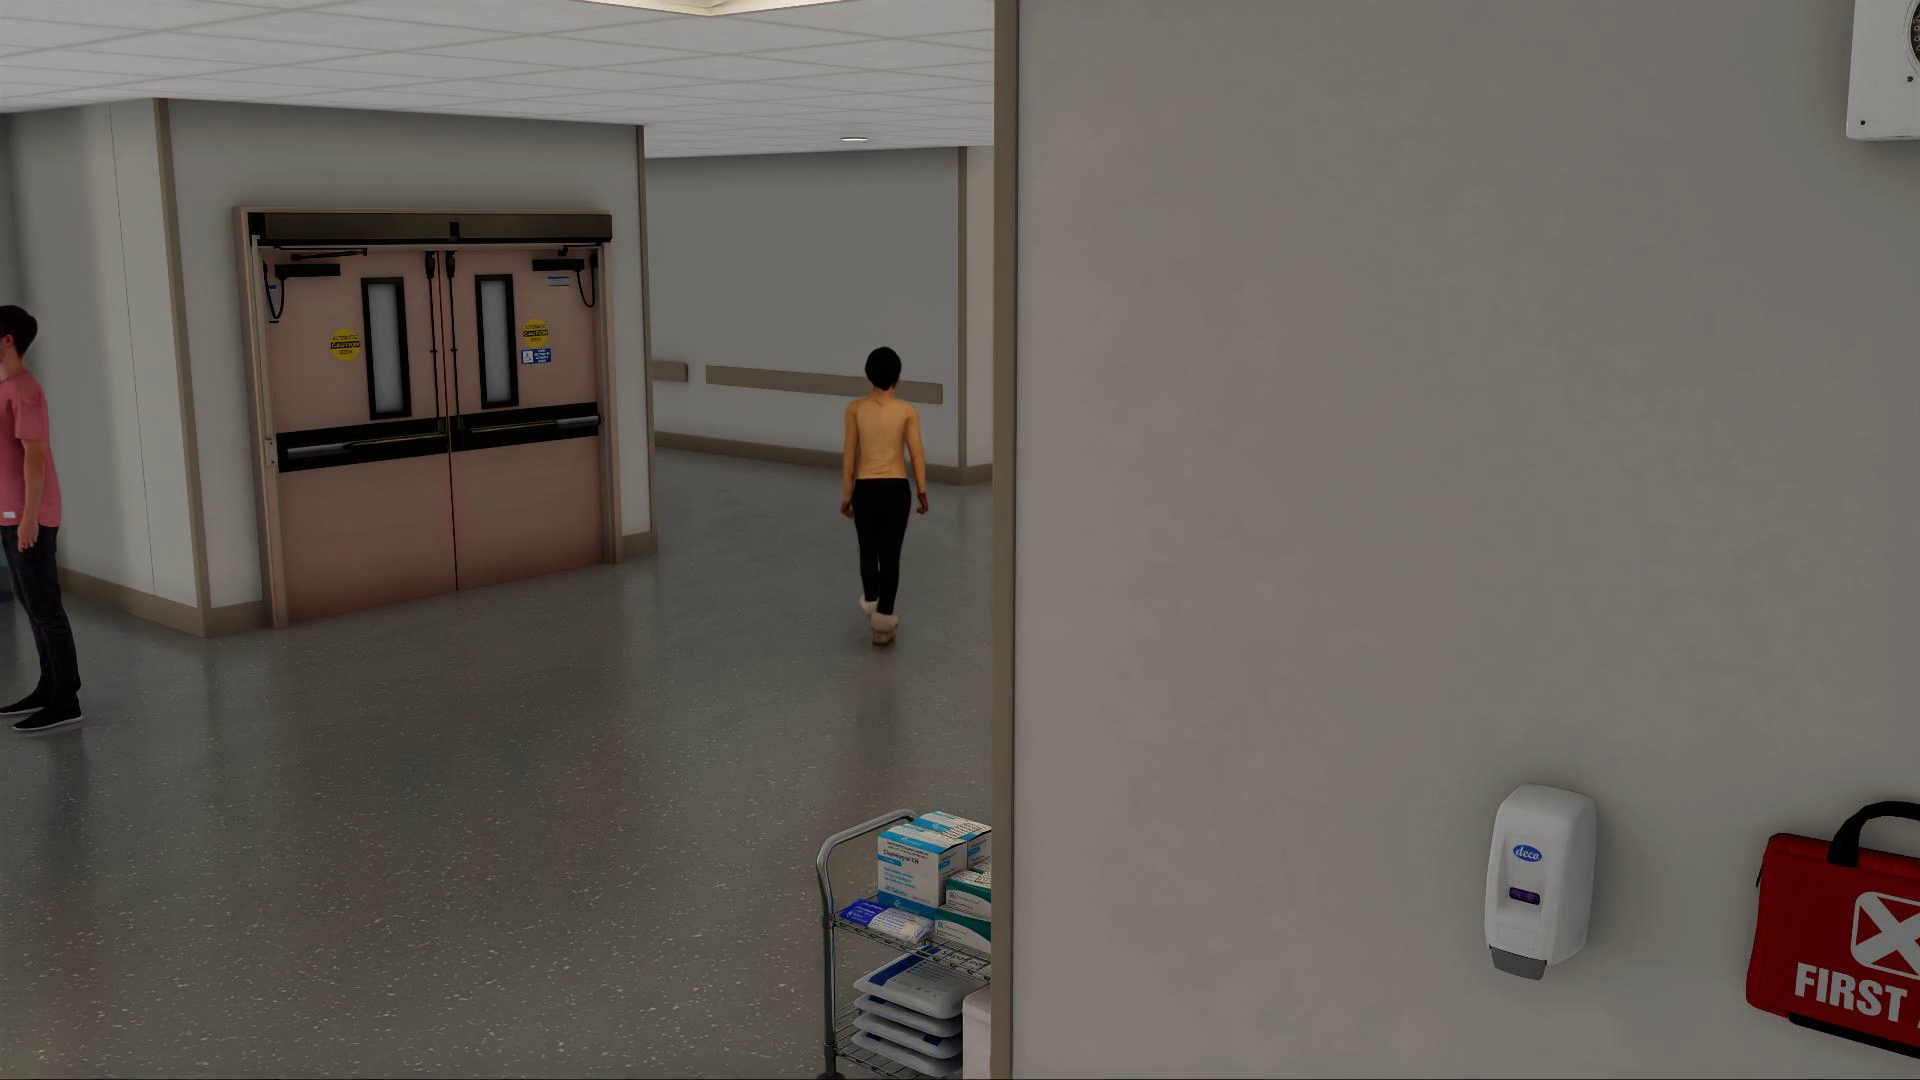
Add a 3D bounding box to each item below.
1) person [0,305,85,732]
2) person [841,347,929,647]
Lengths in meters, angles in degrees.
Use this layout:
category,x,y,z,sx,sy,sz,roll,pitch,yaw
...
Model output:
category,x,y,z,sx,sy,sz,roll,pitch,yaw
person,-4.334,-0.111,7.746,0.602,1.958,0.672,-9,14,-38
person,-0.435,-0.227,9.213,0.916,1.639,1.035,1,11,5
